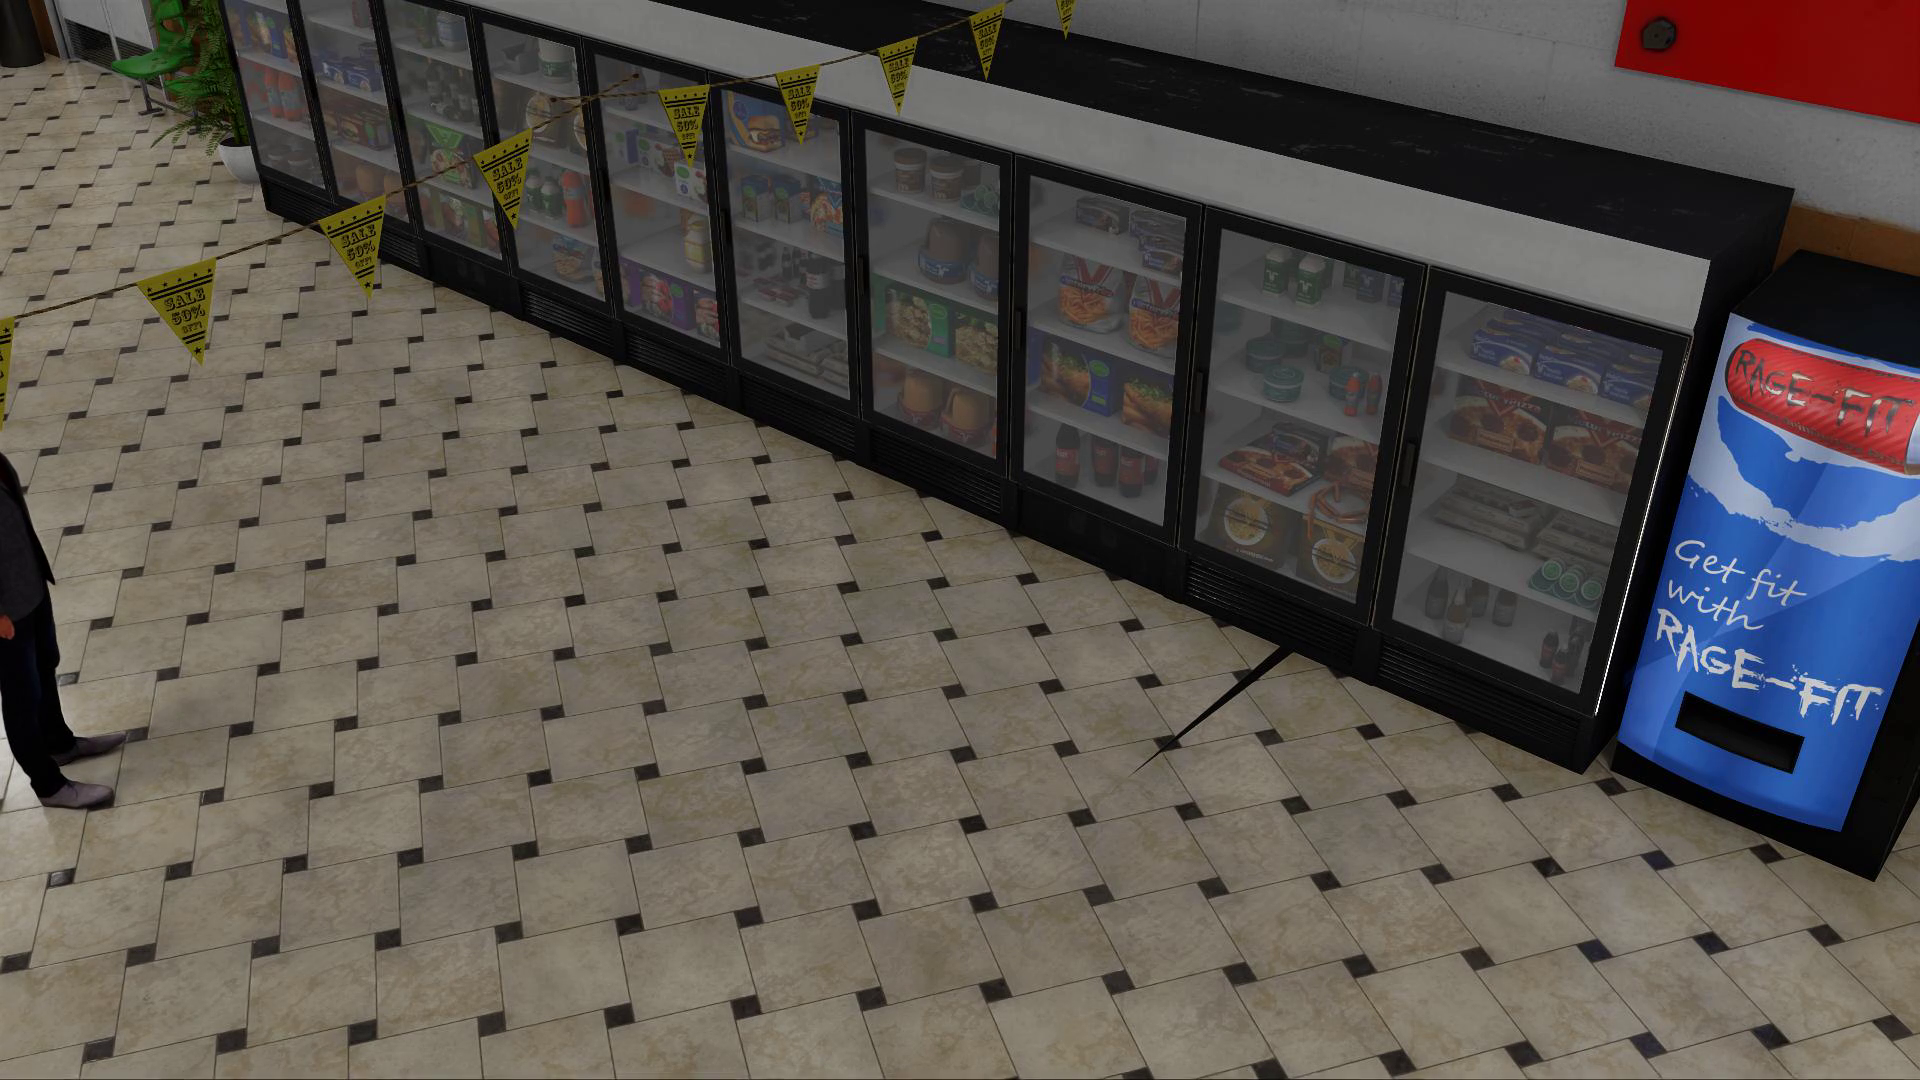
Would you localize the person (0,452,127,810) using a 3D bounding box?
[{"bbox_3d":[-3.702,0.186,6.445,0.823,1.873,0.785,-6,32,-10],"label":"person"}]
